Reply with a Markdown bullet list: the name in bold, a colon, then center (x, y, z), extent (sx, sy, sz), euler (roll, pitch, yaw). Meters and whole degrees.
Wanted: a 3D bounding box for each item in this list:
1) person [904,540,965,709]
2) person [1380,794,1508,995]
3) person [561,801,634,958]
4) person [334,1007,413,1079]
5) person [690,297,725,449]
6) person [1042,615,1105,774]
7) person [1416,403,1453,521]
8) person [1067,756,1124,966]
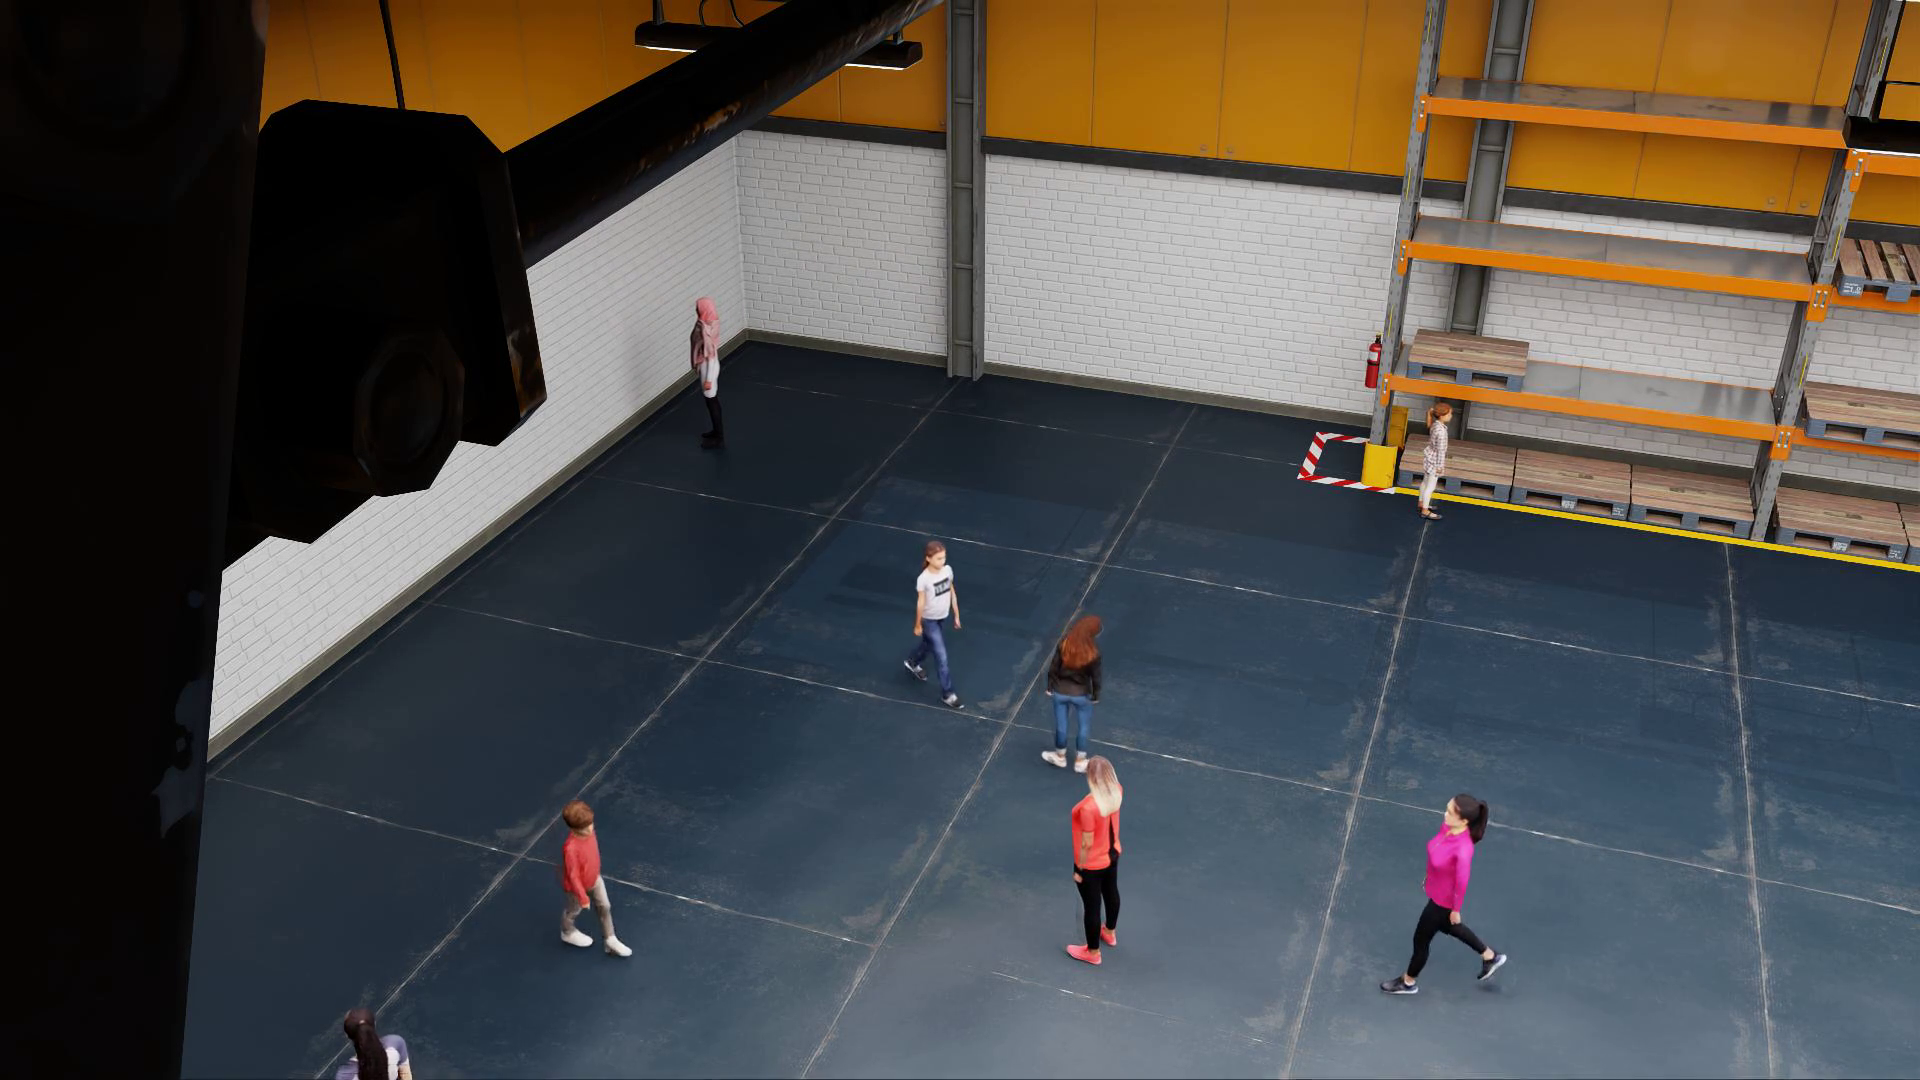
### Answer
- **person**: center (-0.283, 0.662, 14.623), extent (1.123, 1.524, 0.834), euler (25, 37, 37)
- **person**: center (3.369, 2.411, 11.260), extent (1.144, 1.675, 0.800), euler (1, 29, 2)
- **person**: center (-2.705, 2.350, 11.687), extent (0.821, 1.373, 0.567), euler (8, 30, 15)
- **person**: center (-3.281, 3.378, 9.550), extent (1.096, 1.614, 0.831), euler (22, 36, 35)
- **person**: center (-2.878, -1.927, 19.078), extent (0.731, 1.804, 0.727), euler (-2, 29, -4)
- **person**: center (0.887, 1.243, 13.627), extent (0.468, 1.458, 0.764), euler (0, 29, 0)
- **person**: center (5.027, -0.860, 17.635), extent (0.584, 1.311, 0.588), euler (1, 29, 2)
- **person**: center (0.973, 2.215, 11.597), extent (0.639, 1.695, 0.656), euler (21, 35, 33)
